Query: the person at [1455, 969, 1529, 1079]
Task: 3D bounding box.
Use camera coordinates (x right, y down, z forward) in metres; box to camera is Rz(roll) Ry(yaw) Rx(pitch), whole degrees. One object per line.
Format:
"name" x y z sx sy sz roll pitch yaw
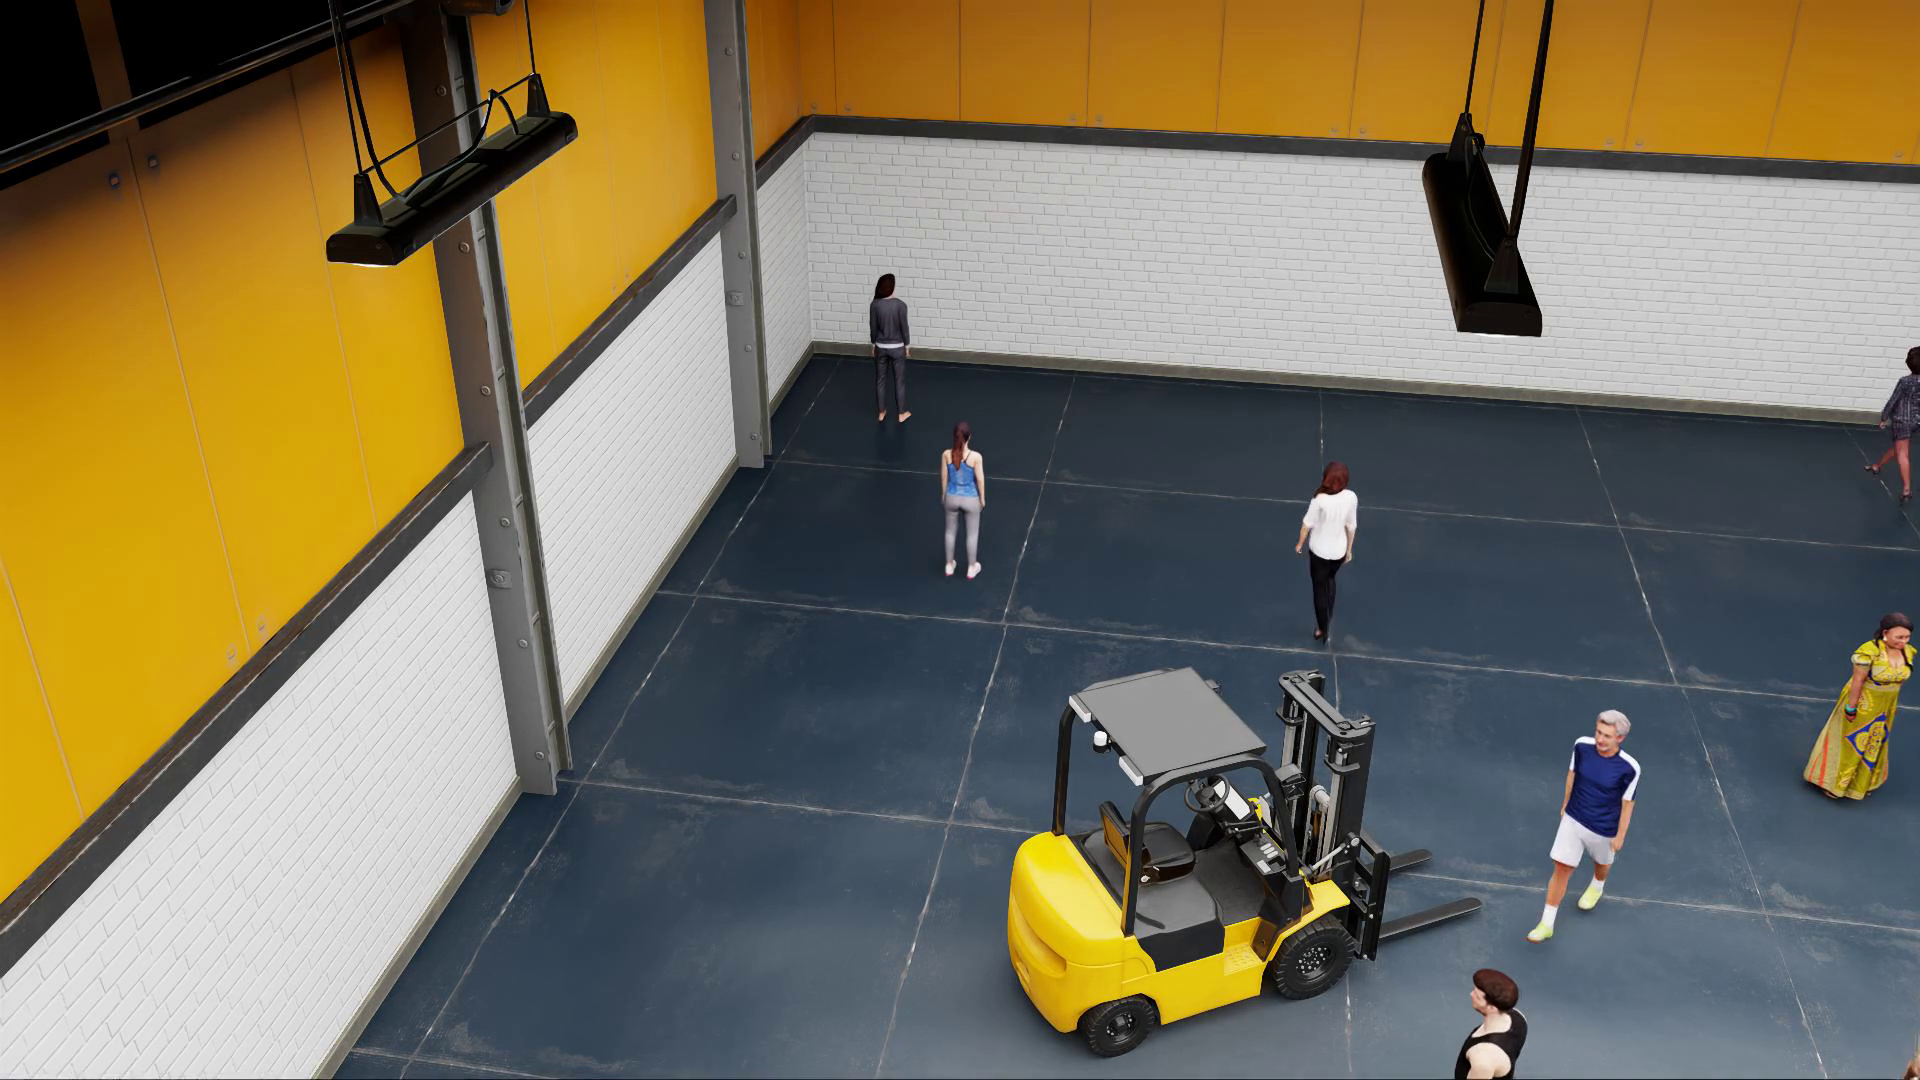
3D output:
"person" 2.911 3.131 9.242 0.841 1.891 0.677 17 33 28

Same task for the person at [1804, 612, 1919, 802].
"person" 7.059 1.267 12.904 0.965 1.655 0.941 -8 30 -15

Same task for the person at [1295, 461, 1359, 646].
"person" 3.306 0.163 14.798 0.716 1.781 0.745 -7 29 -13

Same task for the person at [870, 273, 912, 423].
"person" -0.808 -2.225 19.189 0.618 1.768 0.518 6 29 11

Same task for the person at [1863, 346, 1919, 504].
"person" 9.921 -1.151 17.359 0.869 1.636 1.155 -3 29 -6

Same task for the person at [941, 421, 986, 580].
"person" 0.016 -0.387 15.987 0.576 1.607 0.551 7 29 13

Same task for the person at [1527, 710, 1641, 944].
"person" 4.440 1.926 11.556 1.060 1.791 1.249 23 36 36
